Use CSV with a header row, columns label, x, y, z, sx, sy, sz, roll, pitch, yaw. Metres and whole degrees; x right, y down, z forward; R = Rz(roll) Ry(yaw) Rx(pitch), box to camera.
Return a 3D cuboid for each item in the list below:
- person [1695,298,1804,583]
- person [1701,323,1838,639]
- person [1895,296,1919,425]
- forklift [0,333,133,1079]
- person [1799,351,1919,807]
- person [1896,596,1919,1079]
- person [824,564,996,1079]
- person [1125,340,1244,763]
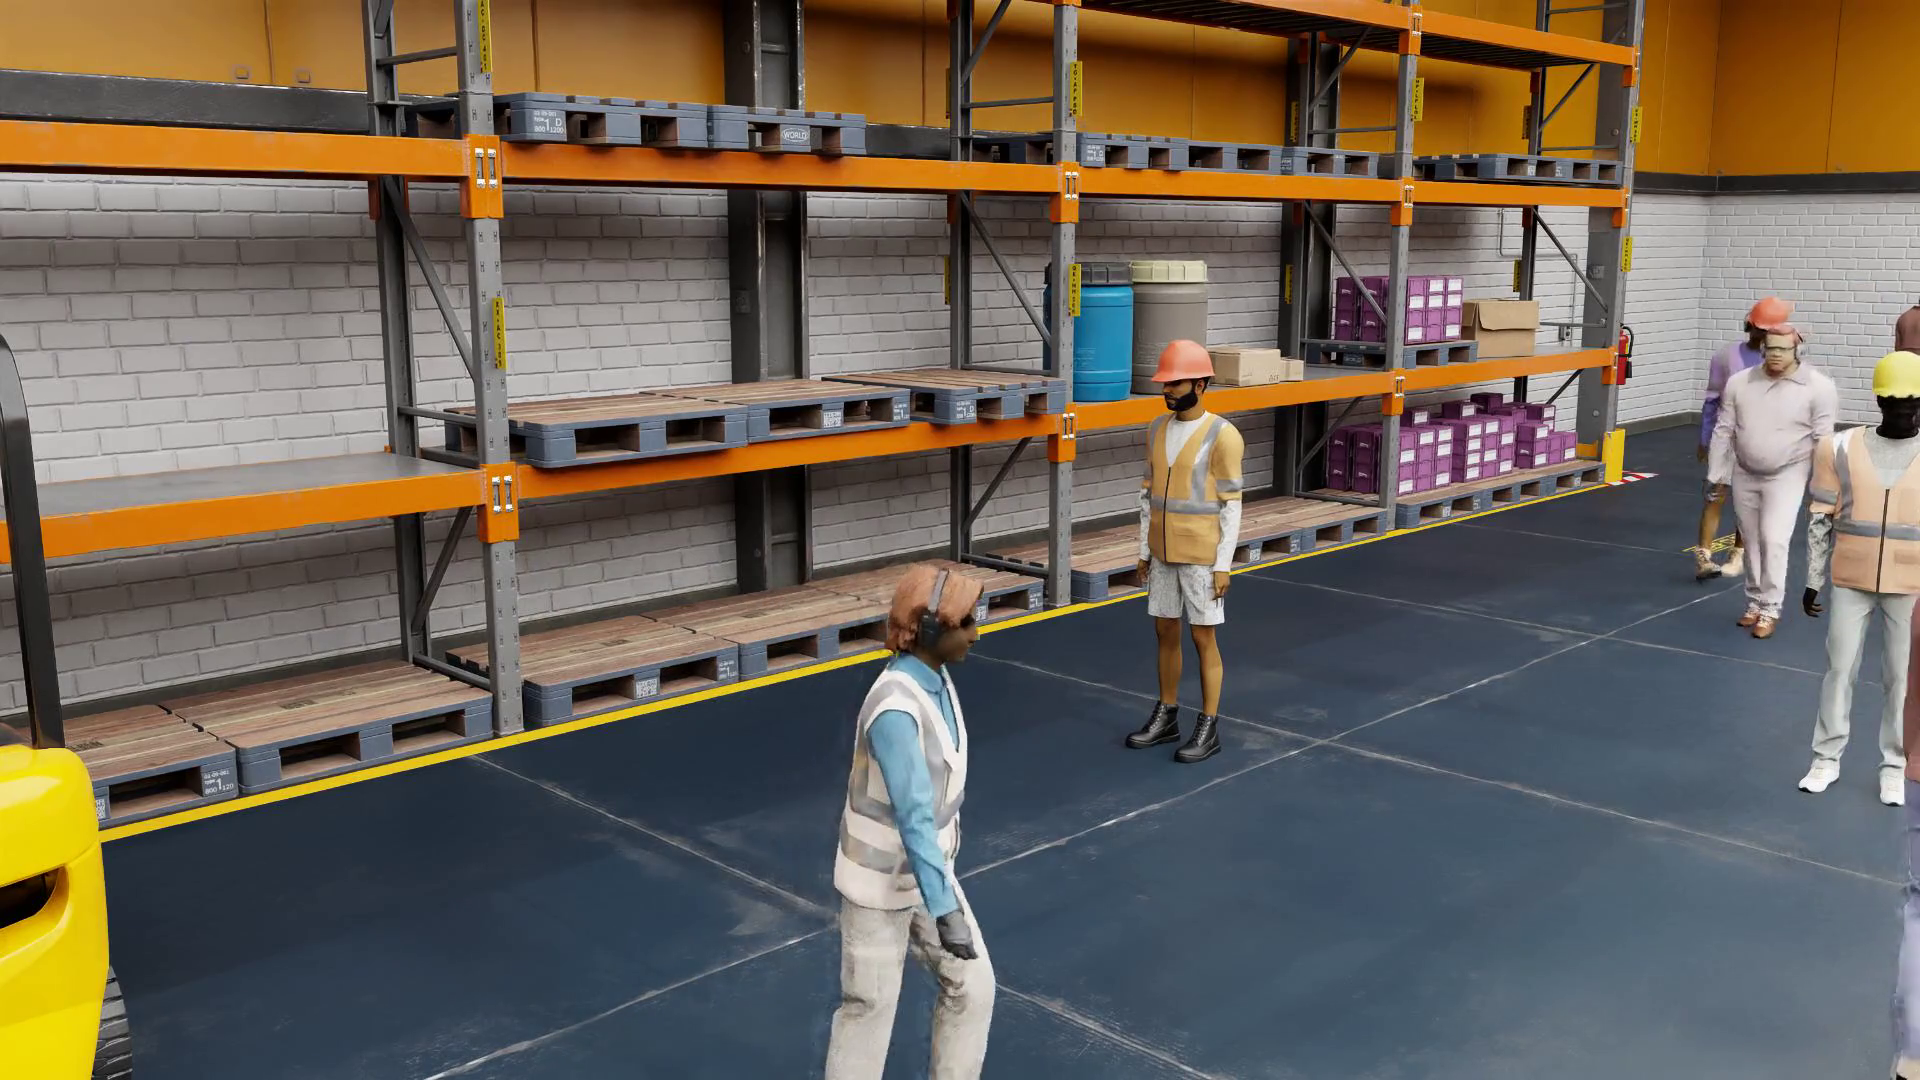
label,x,y,z,sx,sy,sz,roll,pitch,yaw
person,5.396,-0.666,11.445,0.642,1.977,0.901,6,12,31
person,4.847,-0.360,10.054,0.725,1.880,0.655,-9,13,-39
person,10.243,-1.770,17.680,0.406,1.903,0.636,-2,11,-12
forklift,-3.289,0.485,4.582,1.214,2.155,2.313,-10,14,-44
person,3.905,0.165,7.053,0.595,1.924,0.374,7,12,33
person,2.855,0.699,4.625,0.403,1.752,0.539,-6,12,-31
person,-0.082,0.860,4.127,0.634,1.613,0.522,3,11,15
person,1.021,0.051,7.643,0.357,1.936,0.551,-9,14,-41
